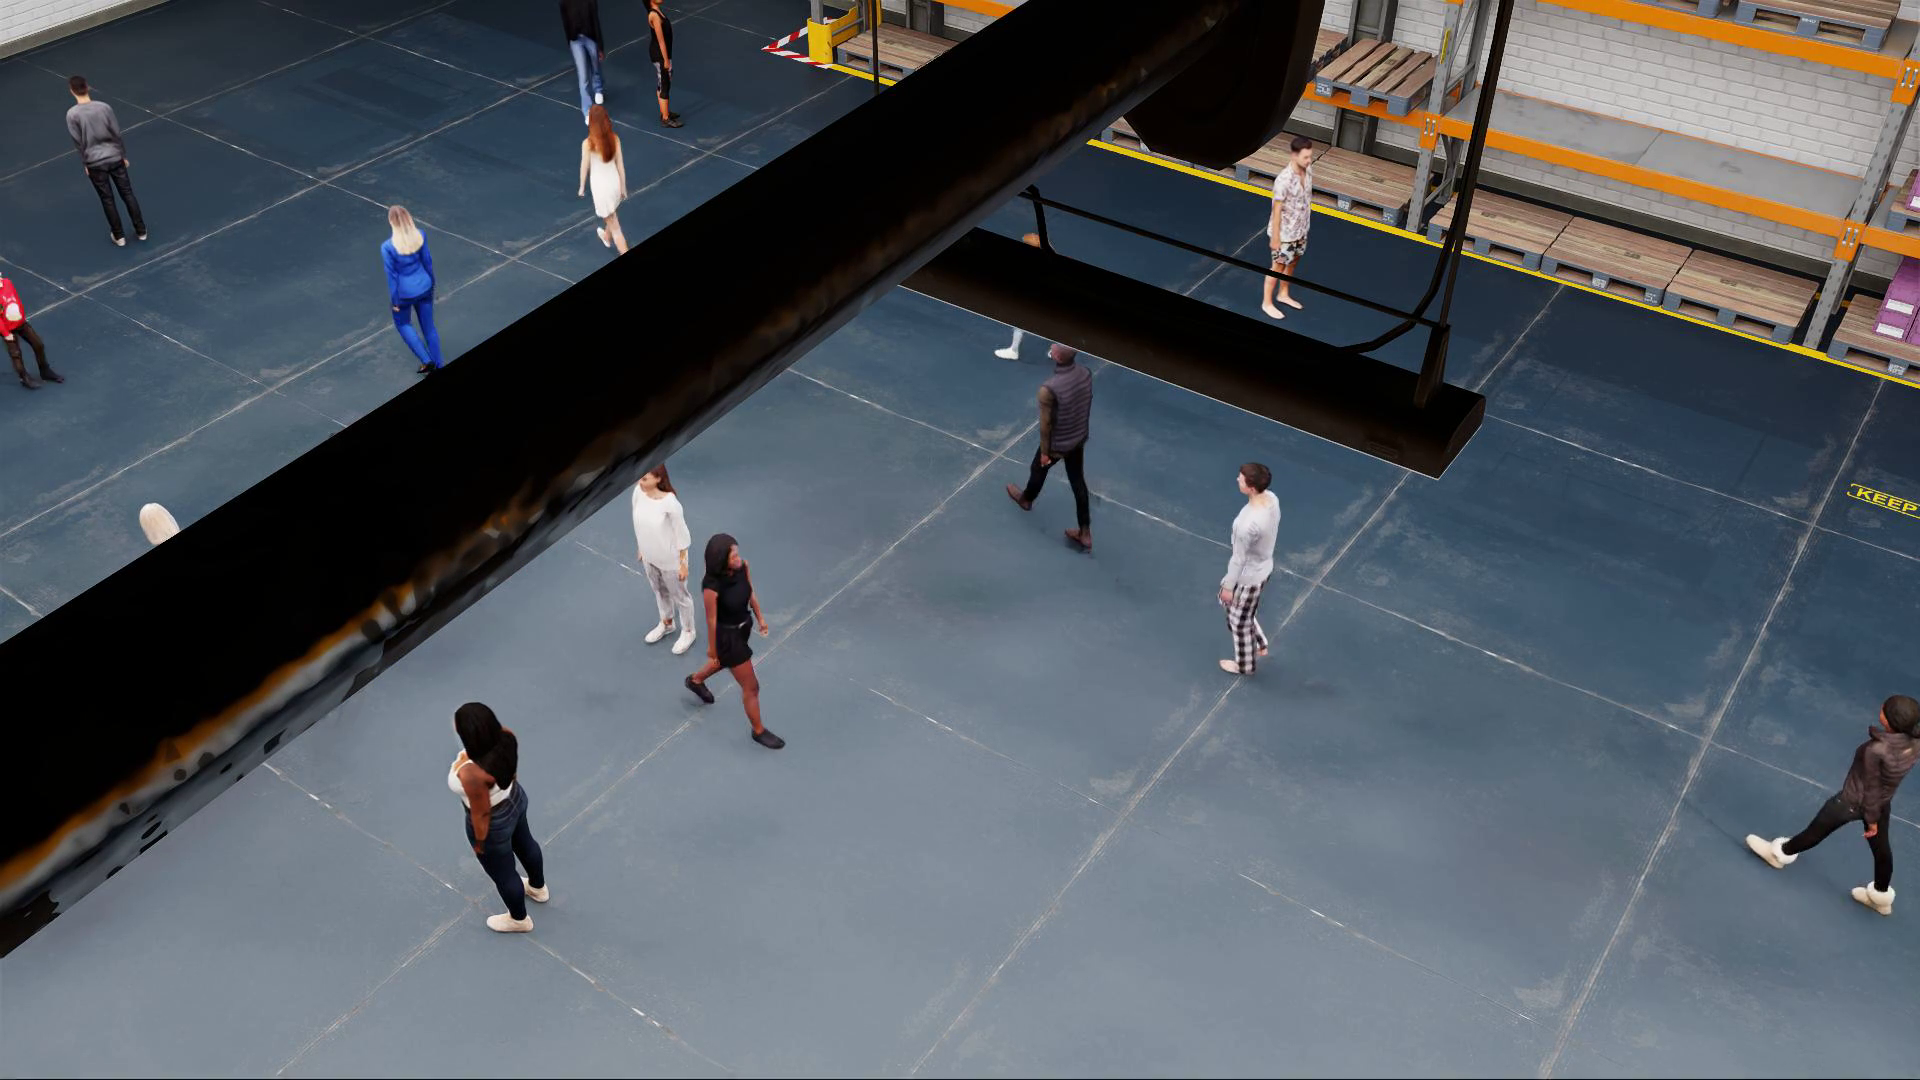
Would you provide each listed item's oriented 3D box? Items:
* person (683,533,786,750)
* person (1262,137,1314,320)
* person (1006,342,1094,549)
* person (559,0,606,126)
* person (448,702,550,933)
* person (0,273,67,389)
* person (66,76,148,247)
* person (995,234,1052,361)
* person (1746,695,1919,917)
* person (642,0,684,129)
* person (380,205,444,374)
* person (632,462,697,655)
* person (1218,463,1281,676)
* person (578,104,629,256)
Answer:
[{"bbox_3d":[-1.619,0.630,11.278,1.173,1.705,0.751,14,41,17],"label":"person"},{"bbox_3d":[3.096,-2.980,15.713,0.623,1.811,0.702,31,48,33],"label":"person"},{"bbox_3d":[0.857,-0.724,12.912,0.927,1.781,1.255,-28,46,-30],"label":"person"},{"bbox_3d":[-4.330,-5.778,19.296,1.109,1.712,1.155,-6,39,-7],"label":"person"},{"bbox_3d":[-2.744,1.640,9.930,0.716,1.809,0.719,10,40,12],"label":"person"},{"bbox_3d":[-8.501,-1.925,14.825,0.694,1.270,0.601,11,40,14],"label":"person"},{"bbox_3d":[-8.660,-3.838,16.828,0.667,1.761,0.627,-26,46,-29],"label":"person"},{"bbox_3d":[0.716,-2.185,15.136,0.979,1.288,0.762,8,39,10],"label":"person"},{"bbox_3d":[5.469,1.503,10.229,0.936,1.650,1.171,26,46,29],"label":"person"},{"bbox_3d":[-3.433,-5.575,19.082,0.712,1.661,0.635,-10,40,-12],"label":"person"},{"bbox_3d":[-4.812,-2.159,14.783,0.650,1.688,0.677,30,48,32],"label":"person"},{"bbox_3d":[-2.131,0.089,11.969,0.470,1.688,0.669,21,43,24],"label":"person"},{"bbox_3d":[2.113,0.250,11.650,0.699,1.835,0.667,19,42,22],"label":"person"},{"bbox_3d":[-3.439,-3.406,16.367,0.825,1.661,1.194,-25,45,-28],"label":"person"}]
